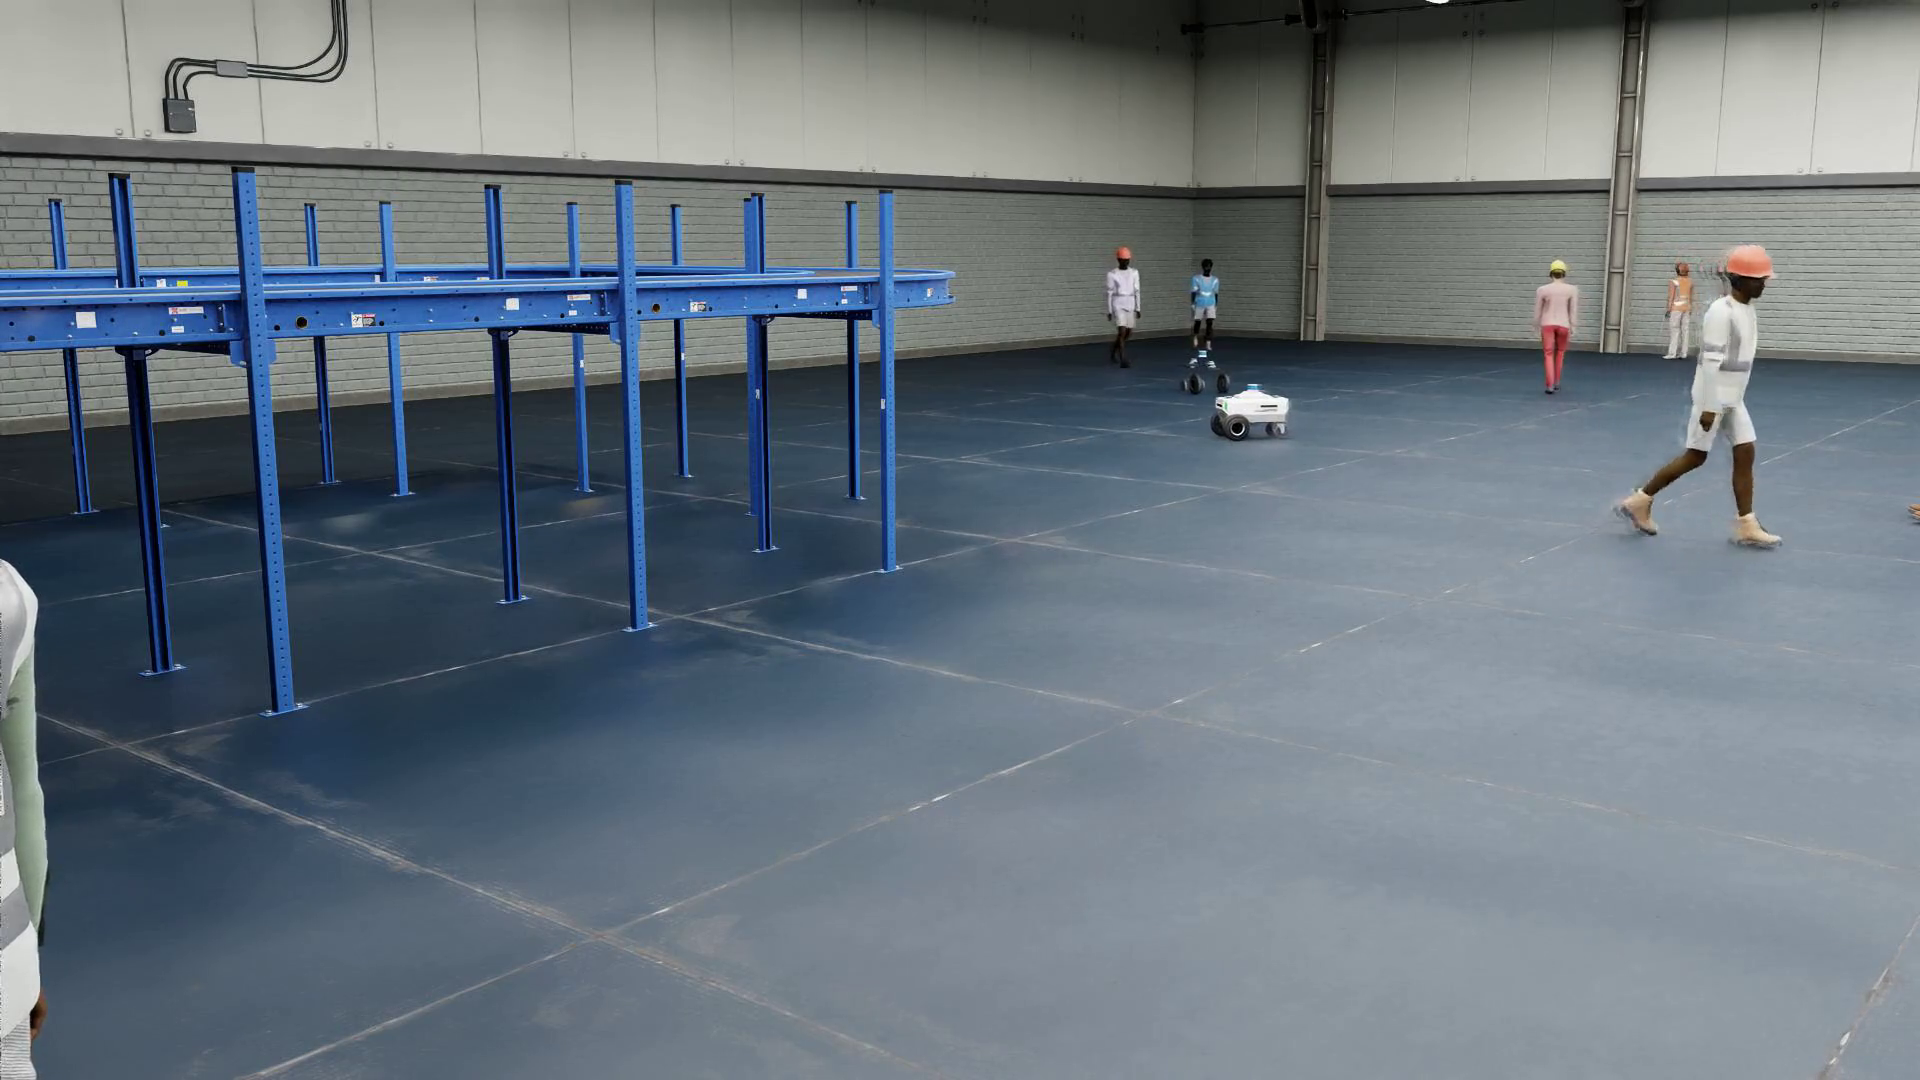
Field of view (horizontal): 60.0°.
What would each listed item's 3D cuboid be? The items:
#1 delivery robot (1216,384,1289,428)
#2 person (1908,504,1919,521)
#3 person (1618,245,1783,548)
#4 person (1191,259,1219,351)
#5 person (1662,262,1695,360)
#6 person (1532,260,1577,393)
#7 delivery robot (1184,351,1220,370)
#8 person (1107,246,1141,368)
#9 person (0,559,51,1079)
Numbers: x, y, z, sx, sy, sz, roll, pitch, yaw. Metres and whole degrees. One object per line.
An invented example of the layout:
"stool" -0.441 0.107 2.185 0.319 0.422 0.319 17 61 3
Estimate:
"delivery robot" 3.007 -1.361 17.115 0.707 0.478 0.477 -2 10 -9
"person" 7.107 -1.090 11.917 0.370 1.941 0.627 5 11 27
"person" 5.022 -0.970 11.145 0.660 1.995 0.995 -10 14 -43
"person" 4.485 -4.323 30.510 0.532 1.682 0.556 -1 10 -3
"person" 12.216 -3.886 28.243 0.514 1.641 0.309 -4 11 -19
"person" 7.892 -2.841 22.153 0.547 1.733 0.800 1 10 8
"delivery robot" 3.242 -2.413 22.224 0.335 0.223 0.699 -3 11 -18
"person" 2.590 -3.750 26.716 0.546 1.921 0.769 -4 11 -21
"person" -1.486 0.652 2.250 0.400 1.943 0.612 2 10 12
